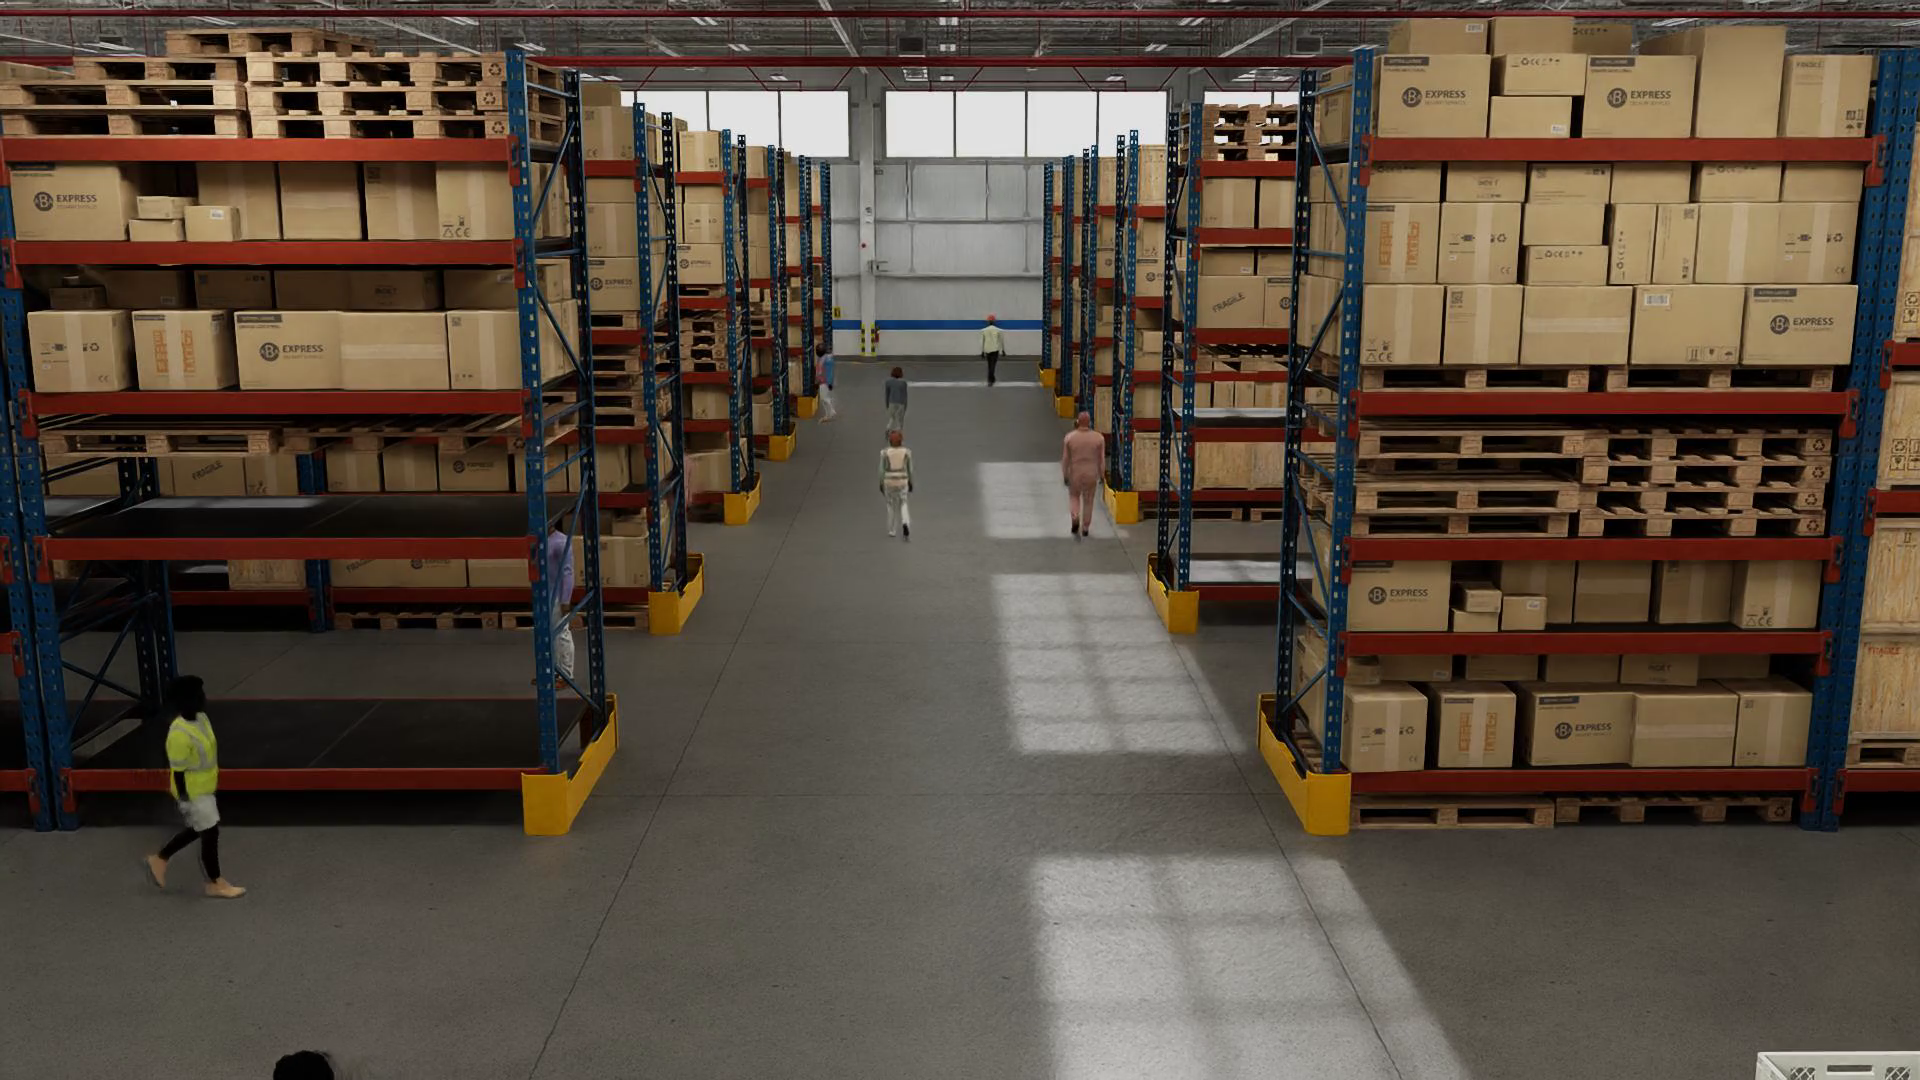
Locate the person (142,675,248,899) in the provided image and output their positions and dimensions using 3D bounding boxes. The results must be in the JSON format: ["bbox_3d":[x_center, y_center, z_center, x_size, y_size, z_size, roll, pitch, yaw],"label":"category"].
[{"bbox_3d":[-5.540,1.773,11.901,0.677,1.672,0.536,-1,12,-7],"label":"person"}]

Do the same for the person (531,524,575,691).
[{"bbox_3d":[-4.211,0.586,17.144,0.635,1.936,0.353,11,16,43],"label":"person"}]

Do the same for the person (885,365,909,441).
[{"bbox_3d":[-1.345,-2.862,35.034,0.504,1.619,0.523,5,12,23],"label":"person"}]

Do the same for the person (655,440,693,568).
[{"bbox_3d":[-3.898,-0.492,22.619,0.750,1.890,0.658,8,14,33],"label":"person"}]

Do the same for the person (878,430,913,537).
[{"bbox_3d":[-0.967,-0.841,24.995,0.519,1.629,0.386,-2,12,-11],"label":"person"}]

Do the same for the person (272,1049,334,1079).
[{"bbox_3d":[-2.572,2.836,6.634,0.442,1.682,0.538,-1,11,-3],"label":"person"}]

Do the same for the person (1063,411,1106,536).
[{"bbox_3d":[1.881,-1.012,25.173,0.660,1.886,0.507,0,11,2],"label":"person"}]

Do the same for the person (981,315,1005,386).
[{"bbox_3d":[0.877,-5.253,46.103,0.612,1.958,1.019,5,12,22],"label":"person"}]

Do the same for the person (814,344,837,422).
[{"bbox_3d":[-3.111,-3.606,38.264,0.441,1.815,0.658,-5,12,-22],"label":"person"}]
